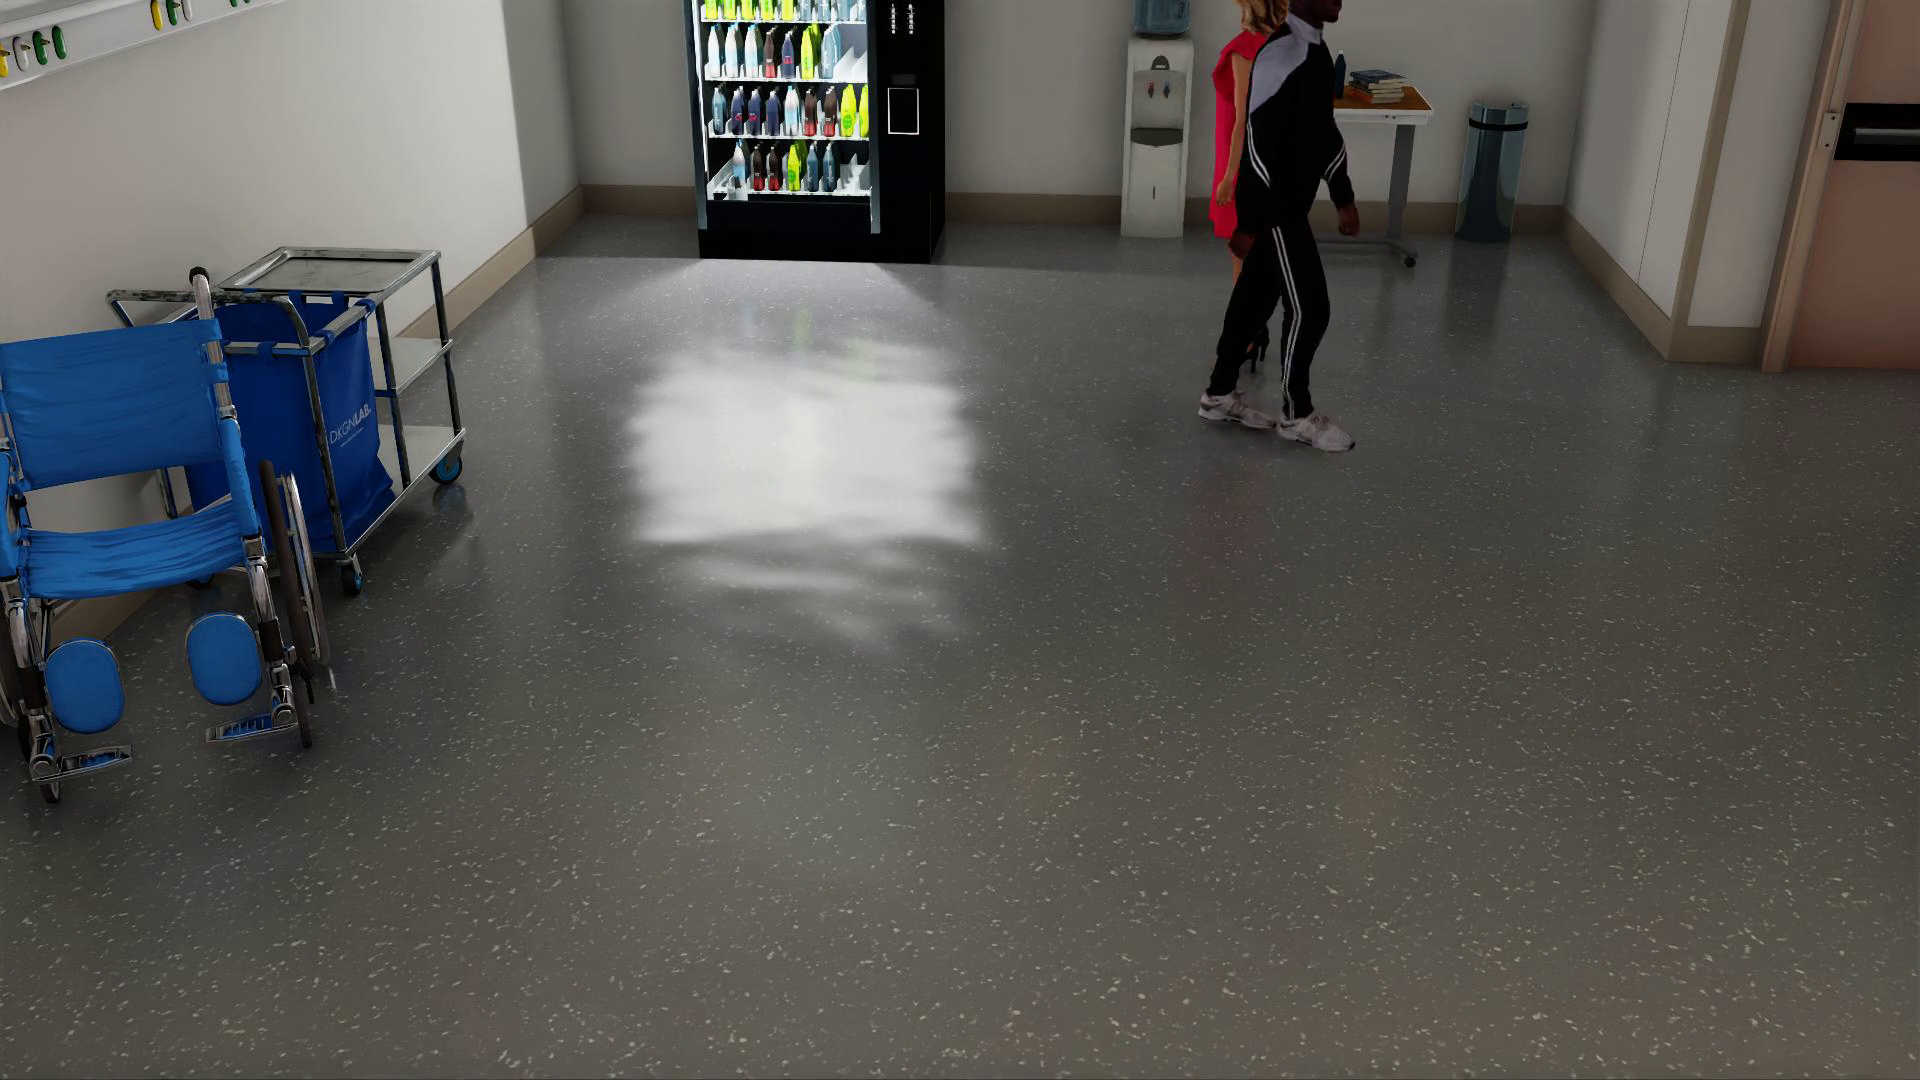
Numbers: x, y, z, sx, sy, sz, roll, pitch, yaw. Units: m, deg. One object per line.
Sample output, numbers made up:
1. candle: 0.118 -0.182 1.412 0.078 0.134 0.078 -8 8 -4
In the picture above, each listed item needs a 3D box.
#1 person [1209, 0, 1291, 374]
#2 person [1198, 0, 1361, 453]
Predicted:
1. person: 1.214 -1.548 6.883 0.644 1.727 0.643 15 30 29
2. person: 1.096 -1.258 6.188 0.968 1.807 0.812 11 28 21
